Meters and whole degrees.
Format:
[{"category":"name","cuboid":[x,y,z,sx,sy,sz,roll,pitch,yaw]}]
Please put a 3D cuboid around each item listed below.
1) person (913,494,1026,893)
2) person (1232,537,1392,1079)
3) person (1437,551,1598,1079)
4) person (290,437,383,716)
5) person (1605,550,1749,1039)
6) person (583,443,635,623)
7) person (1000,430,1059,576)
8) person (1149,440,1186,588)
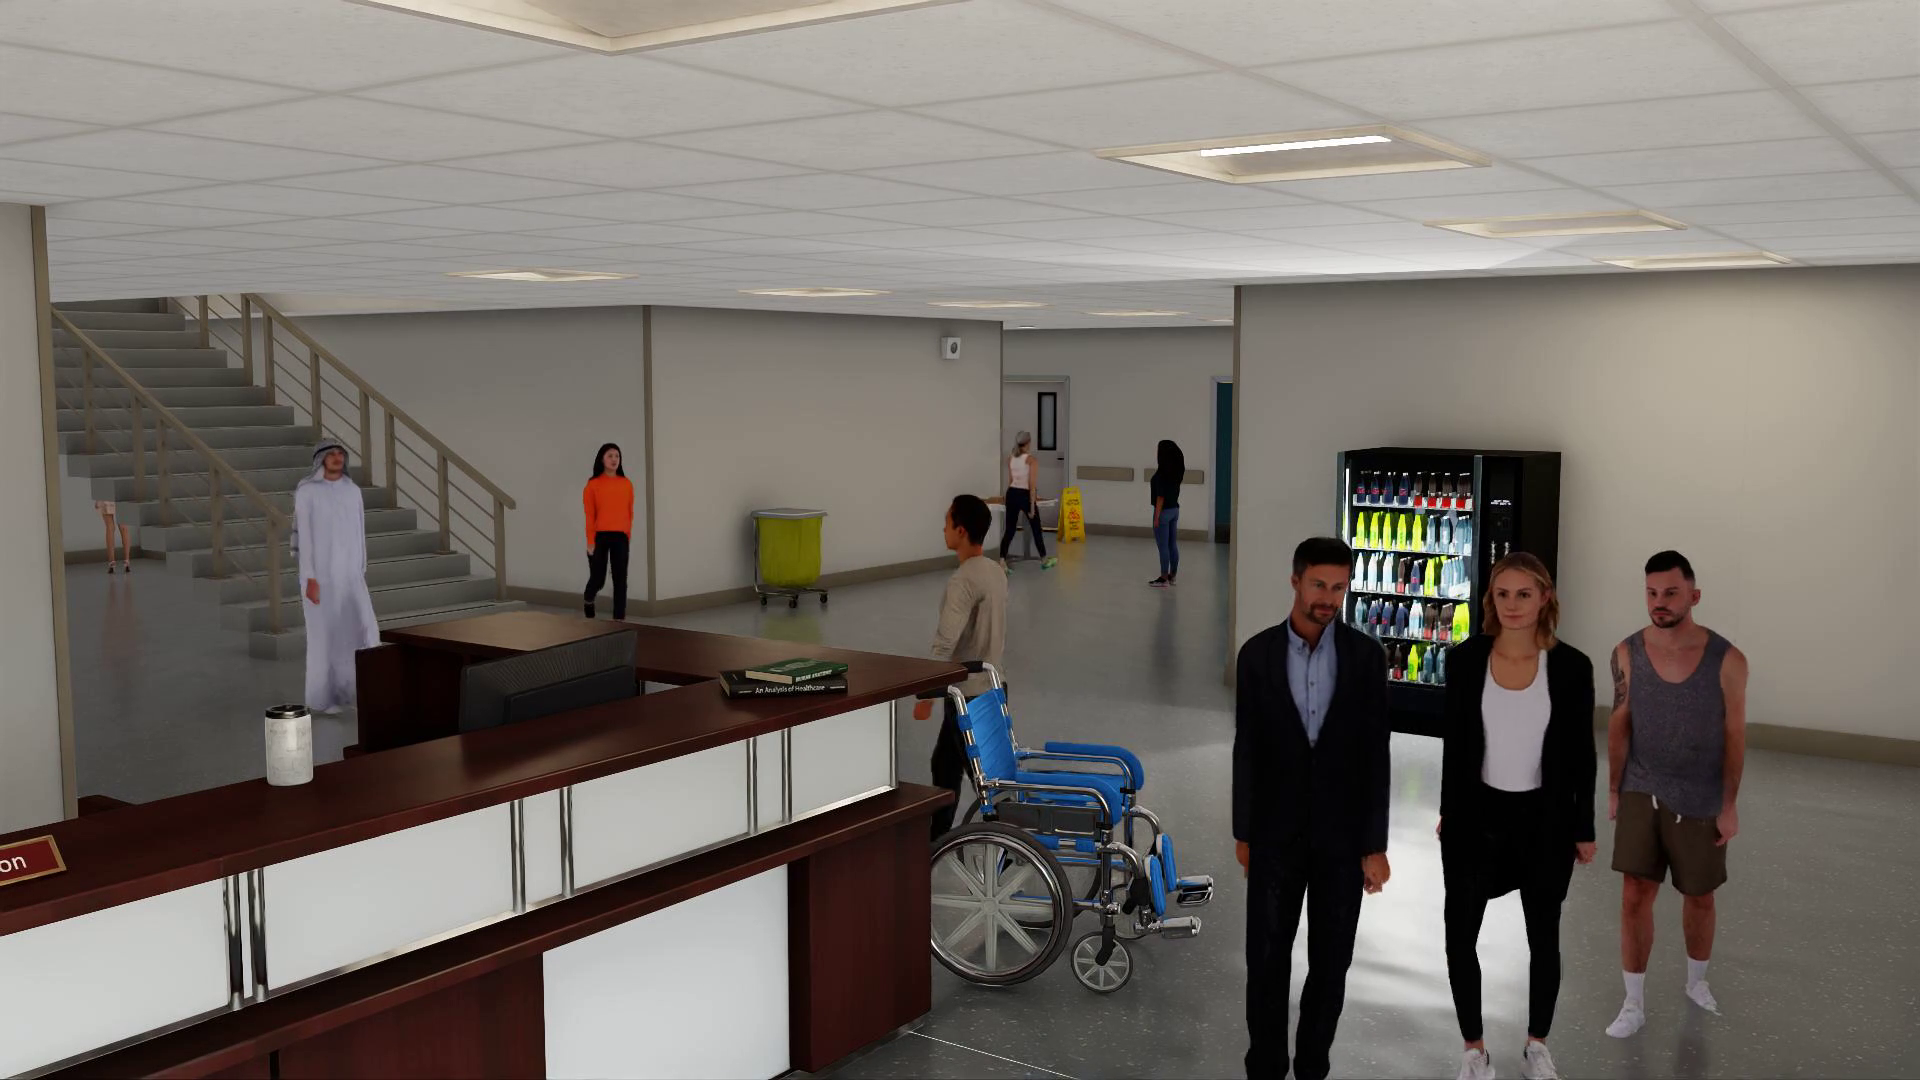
[{"category":"person","cuboid":[0.153,0.709,7.469,1.068,1.788,0.870,1,6,13]},{"category":"person","cuboid":[1.108,0.908,5.237,0.772,1.840,0.829,1,6,10]},{"category":"person","cuboid":[1.773,0.926,5.371,0.773,1.777,0.805,2,6,16]},{"category":"person","cuboid":[-4.304,0.274,11.276,1.146,1.891,0.761,5,8,40]},{"category":"person","cuboid":[2.648,0.930,6.136,0.825,1.804,0.745,3,6,26]},{"category":"person","cuboid":[-3.103,0.029,14.528,0.832,1.729,1.007,-4,7,-32]},{"category":"person","cuboid":[0.630,-0.379,18.982,1.112,1.649,0.720,5,7,39]},{"category":"person","cuboid":[2.279,-0.300,18.356,0.601,1.617,0.606,5,7,39]}]
